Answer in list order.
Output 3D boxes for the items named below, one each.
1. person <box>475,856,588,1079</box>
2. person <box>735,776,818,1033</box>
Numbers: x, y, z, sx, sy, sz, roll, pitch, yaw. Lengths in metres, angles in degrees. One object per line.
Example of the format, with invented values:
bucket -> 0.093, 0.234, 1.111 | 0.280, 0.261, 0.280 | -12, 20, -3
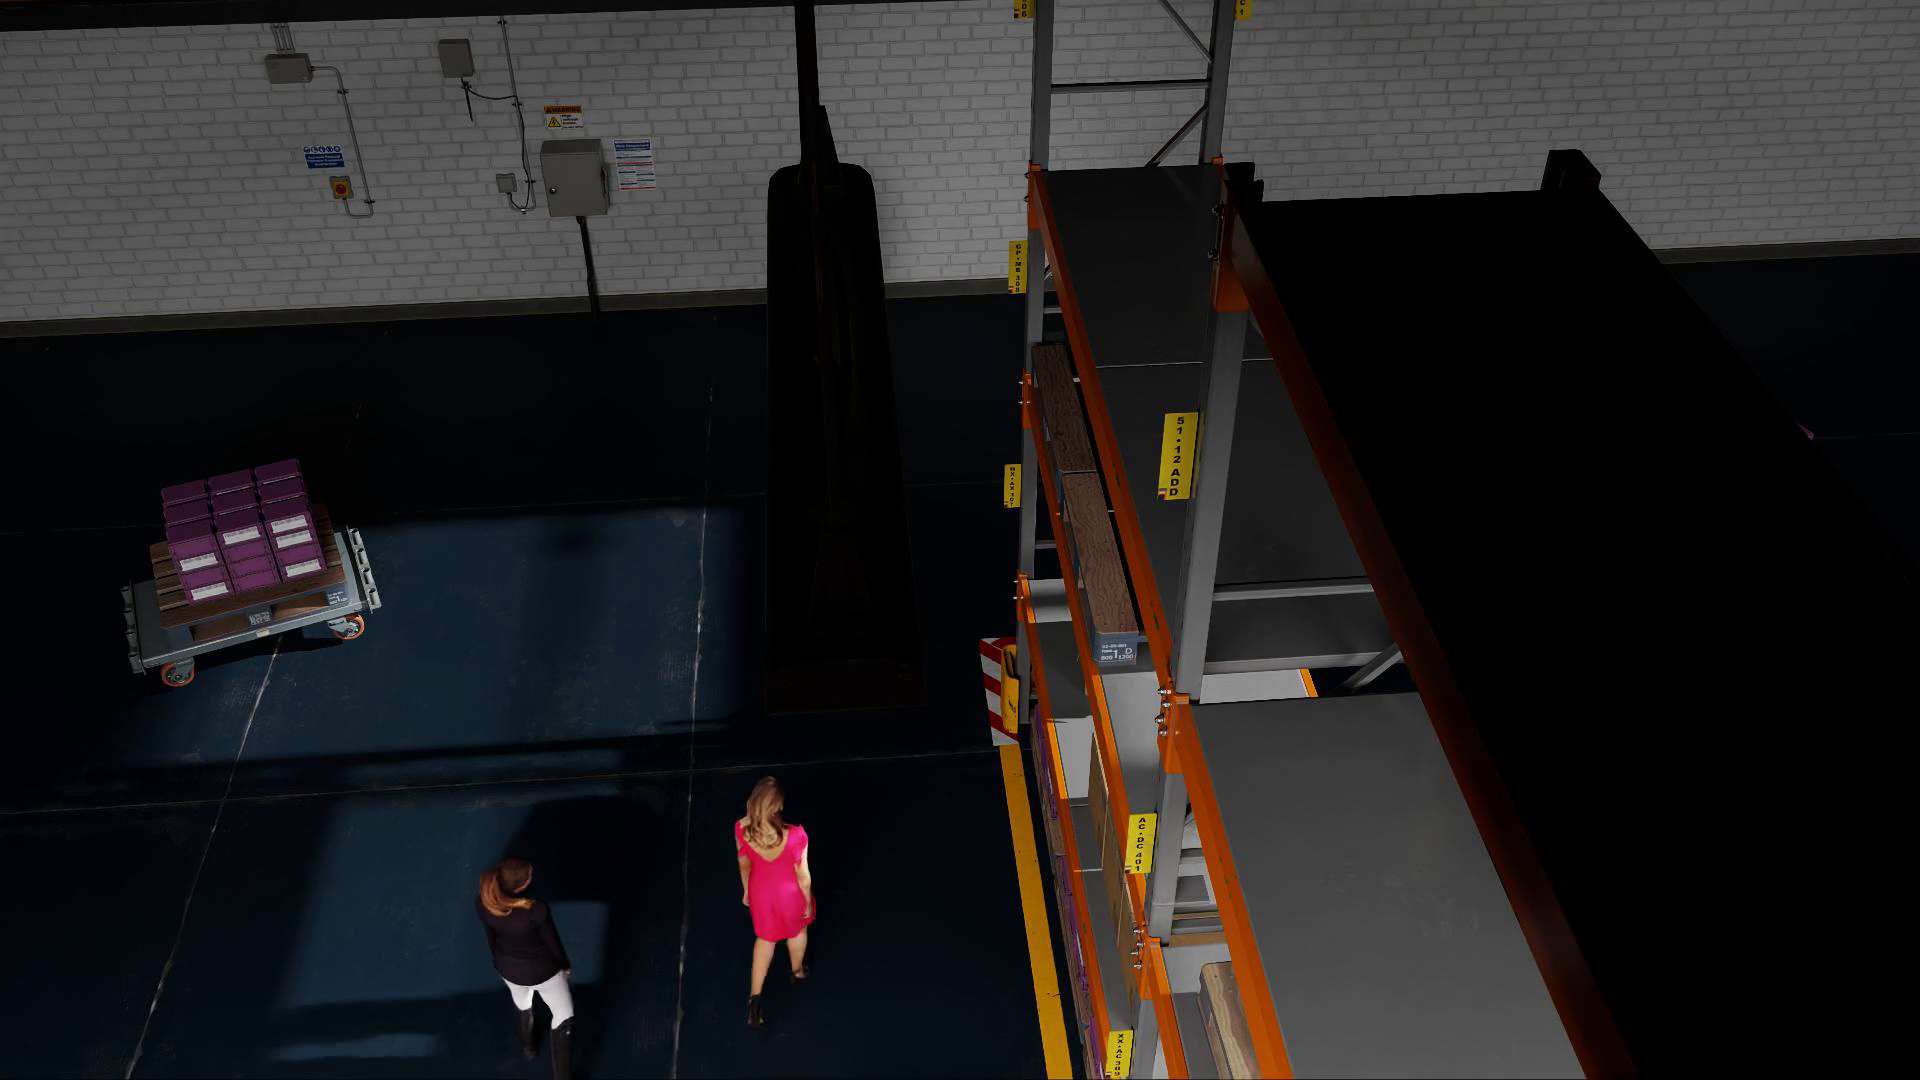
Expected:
person -> -2.225, 2.250, 8.657 | 0.772, 1.717, 0.864 | 3, 39, 4
person -> -1.014, 1.989, 8.992 | 0.747, 1.708, 0.952 | 9, 40, 12
